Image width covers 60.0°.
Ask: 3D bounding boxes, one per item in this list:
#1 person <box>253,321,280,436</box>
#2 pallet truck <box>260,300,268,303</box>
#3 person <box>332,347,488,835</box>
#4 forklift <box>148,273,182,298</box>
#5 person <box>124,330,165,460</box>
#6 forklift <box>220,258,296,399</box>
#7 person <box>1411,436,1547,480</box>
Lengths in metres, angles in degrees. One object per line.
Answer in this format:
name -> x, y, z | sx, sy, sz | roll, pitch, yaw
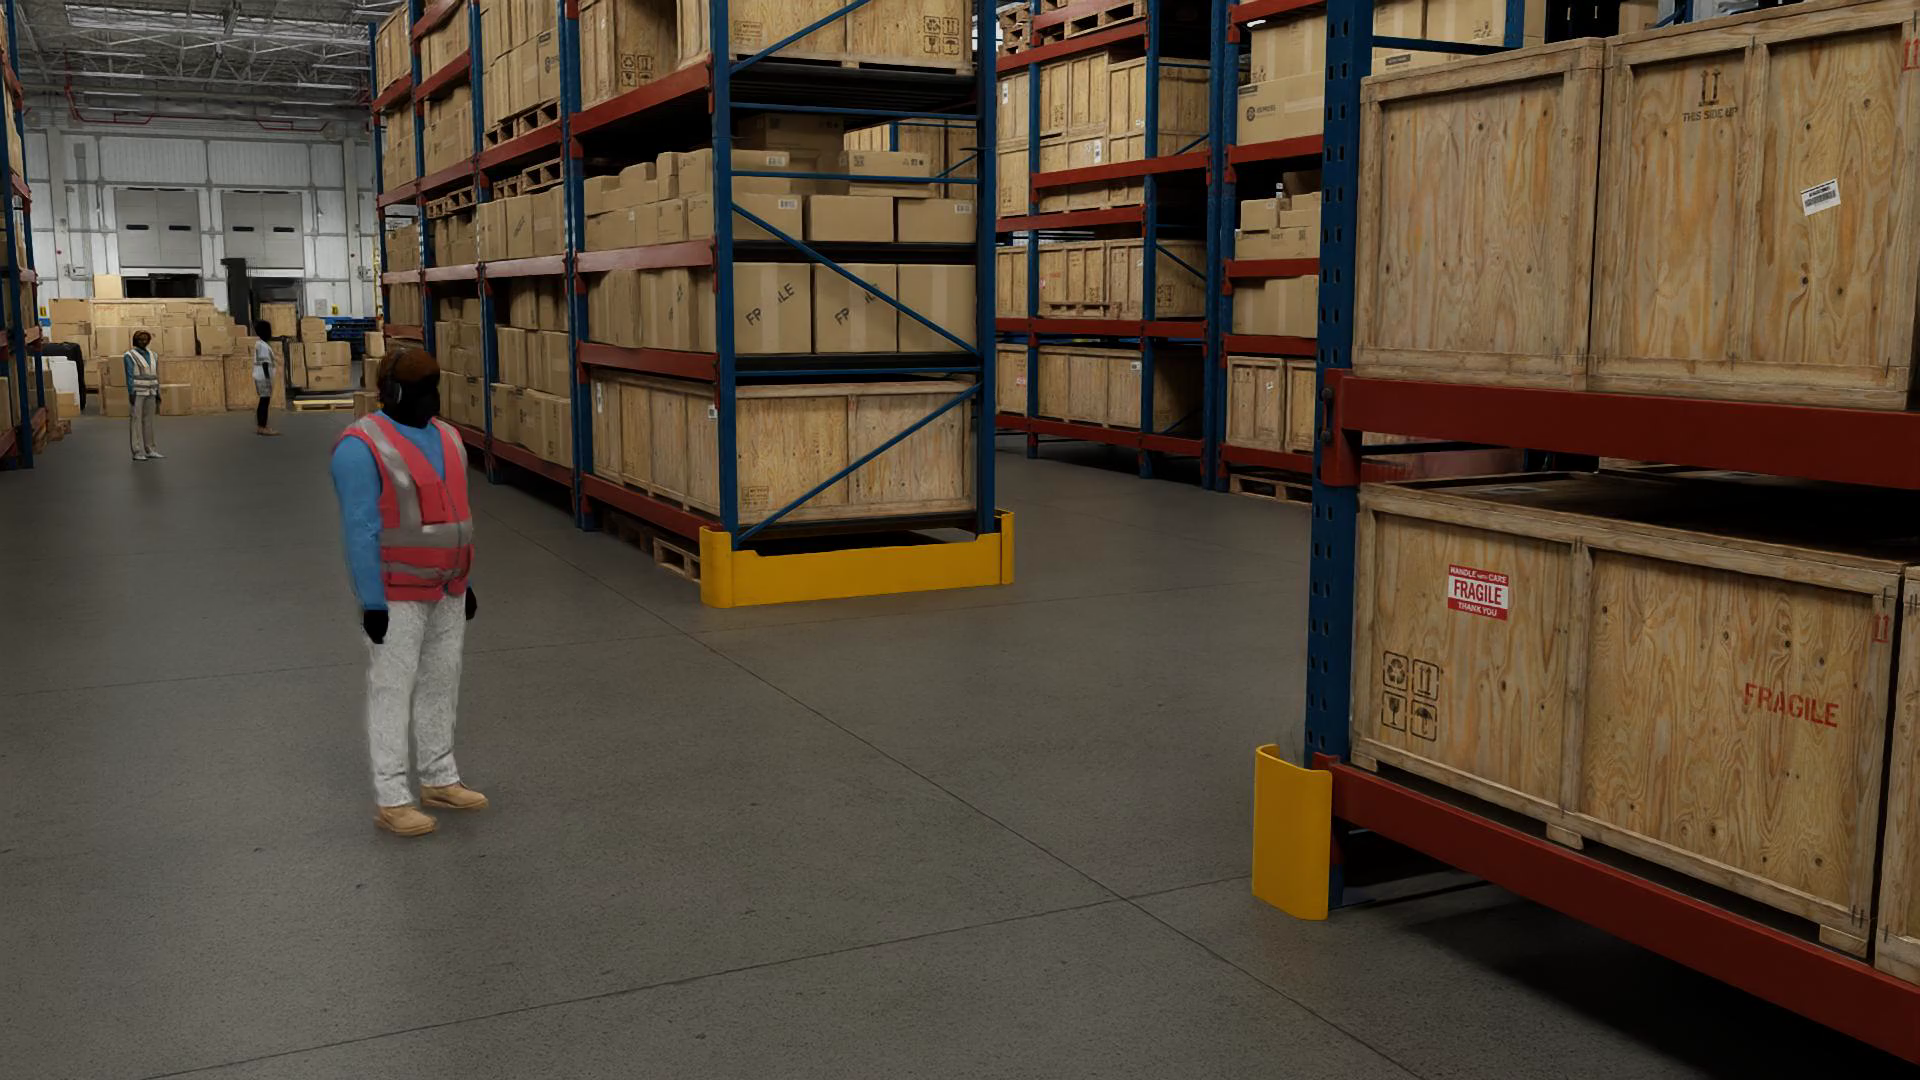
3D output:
person -> -10.286, -2.387, 24.609 | 0.317, 1.696, 0.541 | -4, 9, -26
pallet truck -> -23.913, -7.404, 58.171 | 1.885, 1.965, 0.823 | -1, 8, -9
person -> -2.083, 0.189, 6.383 | 0.428, 1.840, 0.642 | 3, 9, 22
forklift -> -25.023, -7.020, 52.496 | 1.873, 2.768, 1.129 | 6, 10, 35
person -> -10.266, -1.820, 20.912 | 0.314, 1.636, 0.515 | 3, 9, 17
forklift -> -14.315, -4.194, 33.009 | 1.873, 2.768, 1.129 | -4, 9, -26
person -> 2.297, 0.071, 7.046 | 0.915, 1.865, 0.681 | -5, 9, -29
